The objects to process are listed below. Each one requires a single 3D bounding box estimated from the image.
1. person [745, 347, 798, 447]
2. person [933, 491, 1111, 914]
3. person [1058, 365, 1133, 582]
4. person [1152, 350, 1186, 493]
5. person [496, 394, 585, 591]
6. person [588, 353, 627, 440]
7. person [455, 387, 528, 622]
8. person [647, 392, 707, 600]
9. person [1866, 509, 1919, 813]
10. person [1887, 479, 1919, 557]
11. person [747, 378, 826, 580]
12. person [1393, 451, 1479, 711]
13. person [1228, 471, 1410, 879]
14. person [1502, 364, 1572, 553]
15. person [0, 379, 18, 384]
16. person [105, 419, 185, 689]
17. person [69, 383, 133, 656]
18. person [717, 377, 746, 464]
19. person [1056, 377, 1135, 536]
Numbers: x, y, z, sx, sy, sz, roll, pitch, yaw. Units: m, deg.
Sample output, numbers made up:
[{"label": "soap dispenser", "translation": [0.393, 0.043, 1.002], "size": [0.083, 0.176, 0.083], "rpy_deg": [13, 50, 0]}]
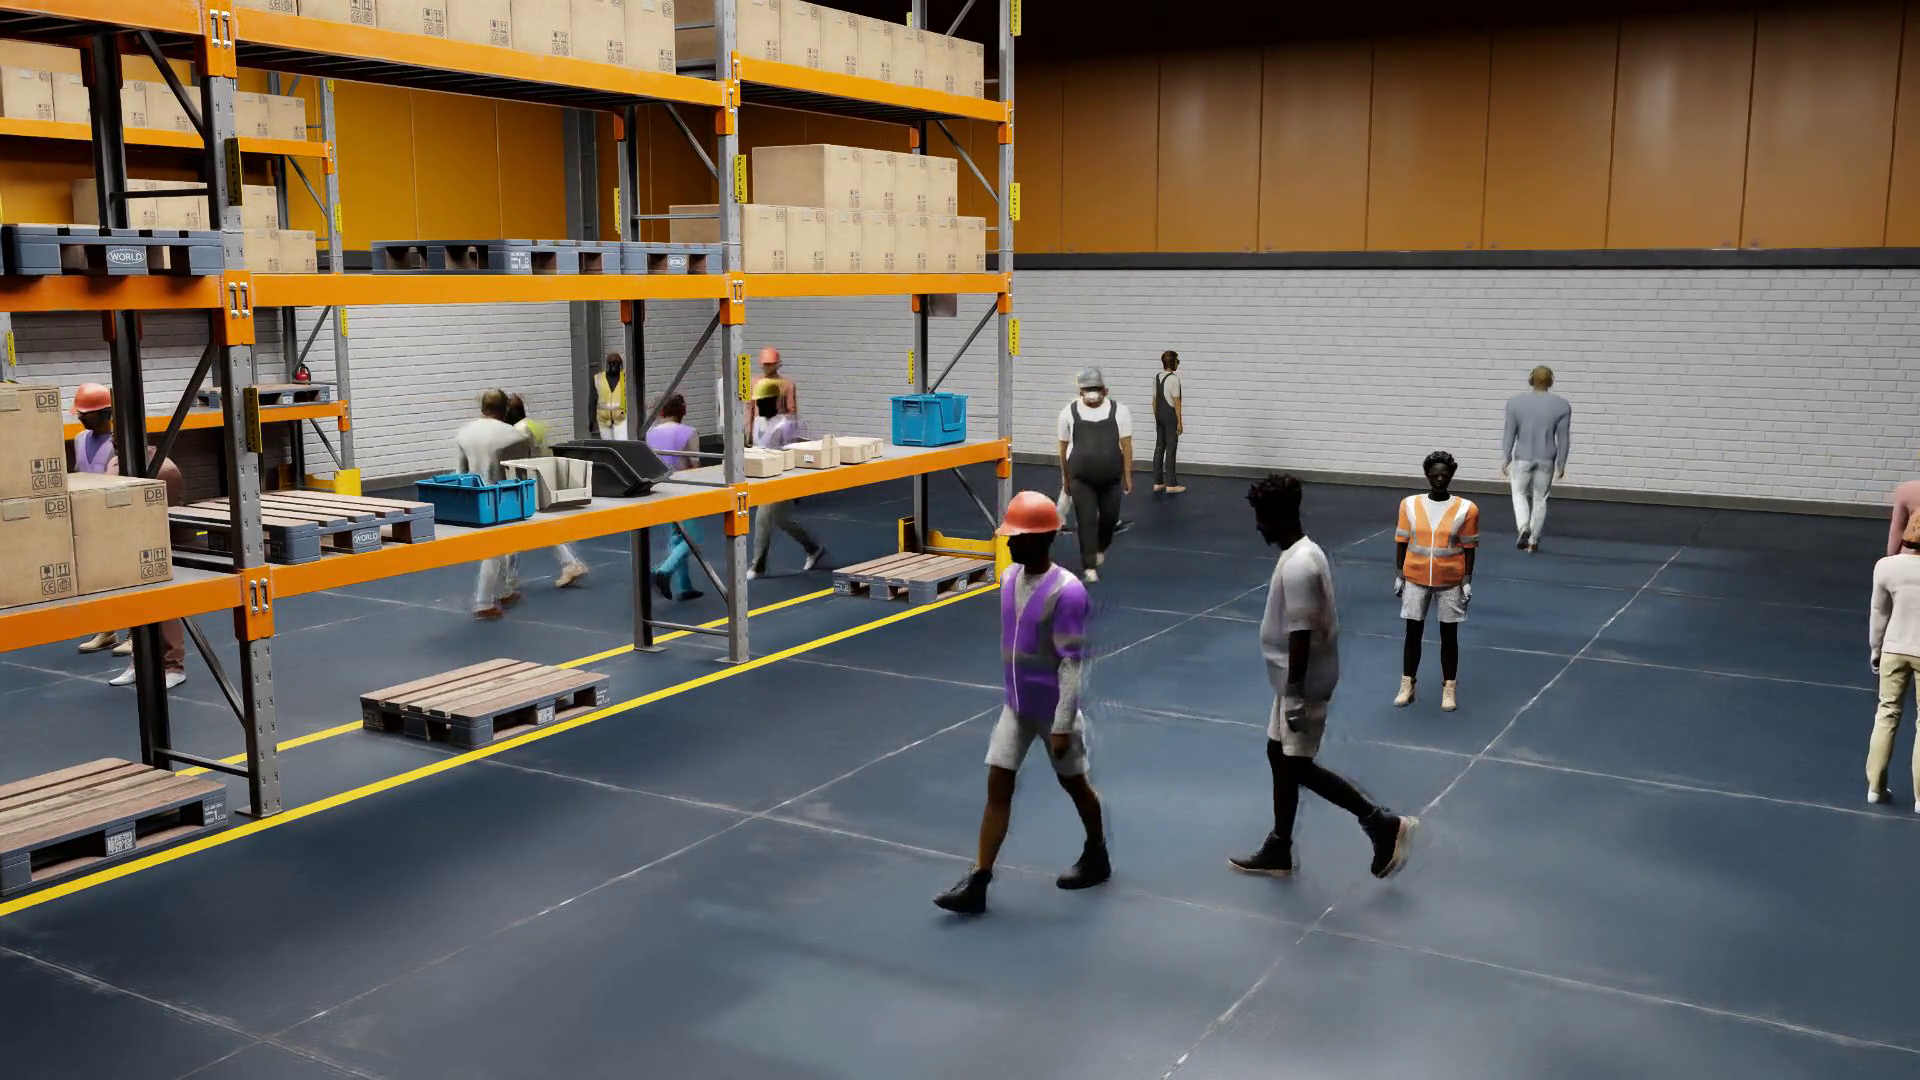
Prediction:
[{"label": "person", "translation": [-2.233, -1.291, 19.644], "size": [0.638, 1.983, 0.441], "rpy_deg": [1, 9, 6]}, {"label": "person", "translation": [0.336, 0.716, 7.429], "size": [1.020, 1.886, 0.561], "rpy_deg": [-7, 12, -39]}, {"label": "person", "translation": [1.262, -0.670, 15.604], "size": [0.686, 2.000, 0.905], "rpy_deg": [0, 9, 0]}, {"label": "person", "translation": [2.710, -1.538, 21.629], "size": [0.345, 1.847, 0.504], "rpy_deg": [-6, 11, -33]}, {"label": "person", "translation": [-3.840, -0.419, 14.851], "size": [0.911, 1.794, 0.650], "rpy_deg": [-1, 9, -4]}, {"label": "person", "translation": [-4.592, -1.589, 22.118], "size": [0.634, 1.801, 0.957], "rpy_deg": [0, 9, -2]}, {"label": "person", "translation": [-3.782, -0.310, 13.792], "size": [0.634, 1.901, 0.909], "rpy_deg": [4, 10, 23]}, {"label": "person", "translation": [-2.481, -0.356, 14.325], "size": [0.604, 1.820, 0.592], "rpy_deg": [6, 11, 35]}, {"label": "person", "translation": [5.066, 0.627, 8.810], "size": [0.282, 1.625, 0.492], "rpy_deg": [-7, 11, -35]}, {"label": "person", "translation": [6.595, 0.167, 11.264], "size": [0.358, 1.758, 0.557], "rpy_deg": [-8, 12, -40]}, {"label": "person", "translation": [-1.682, -0.589, 15.604], "size": [0.958, 1.884, 0.576], "rpy_deg": [-6, 11, -32]}, {"label": "person", "translation": [3.089, 0.264, 10.837], "size": [0.535, 1.700, 0.318], "rpy_deg": [4, 10, 24]}, {"label": "person", "translation": [1.671, 0.653, 7.708], "size": [0.758, 1.926, 0.666], "rpy_deg": [2, 9, 12]}, {"label": "person", "translation": [5.820, -0.807, 16.809], "size": [0.648, 1.927, 0.505], "rpy_deg": [3, 10, 17]}, {"label": "person", "translation": [-8.712, -0.542, 15.330], "size": [0.517, 1.875, 0.328], "rpy_deg": [6, 11, 32]}, {"label": "person", "translation": [-5.593, 0.080, 11.353], "size": [0.643, 1.905, 0.399], "rpy_deg": [4, 10, 26]}, {"label": "person", "translation": [-6.341, -0.147, 12.355], "size": [0.605, 2.036, 0.393], "rpy_deg": [3, 10, 19]}, {"label": "person", "translation": [-2.817, -1.393, 20.663], "size": [0.309, 1.866, 0.529], "rpy_deg": [-7, 12, -38]}, {"label": "person", "translation": [1.419, -0.929, 18.022], "size": [0.913, 1.778, 0.601], "rpy_deg": [0, 9, -2]}]
